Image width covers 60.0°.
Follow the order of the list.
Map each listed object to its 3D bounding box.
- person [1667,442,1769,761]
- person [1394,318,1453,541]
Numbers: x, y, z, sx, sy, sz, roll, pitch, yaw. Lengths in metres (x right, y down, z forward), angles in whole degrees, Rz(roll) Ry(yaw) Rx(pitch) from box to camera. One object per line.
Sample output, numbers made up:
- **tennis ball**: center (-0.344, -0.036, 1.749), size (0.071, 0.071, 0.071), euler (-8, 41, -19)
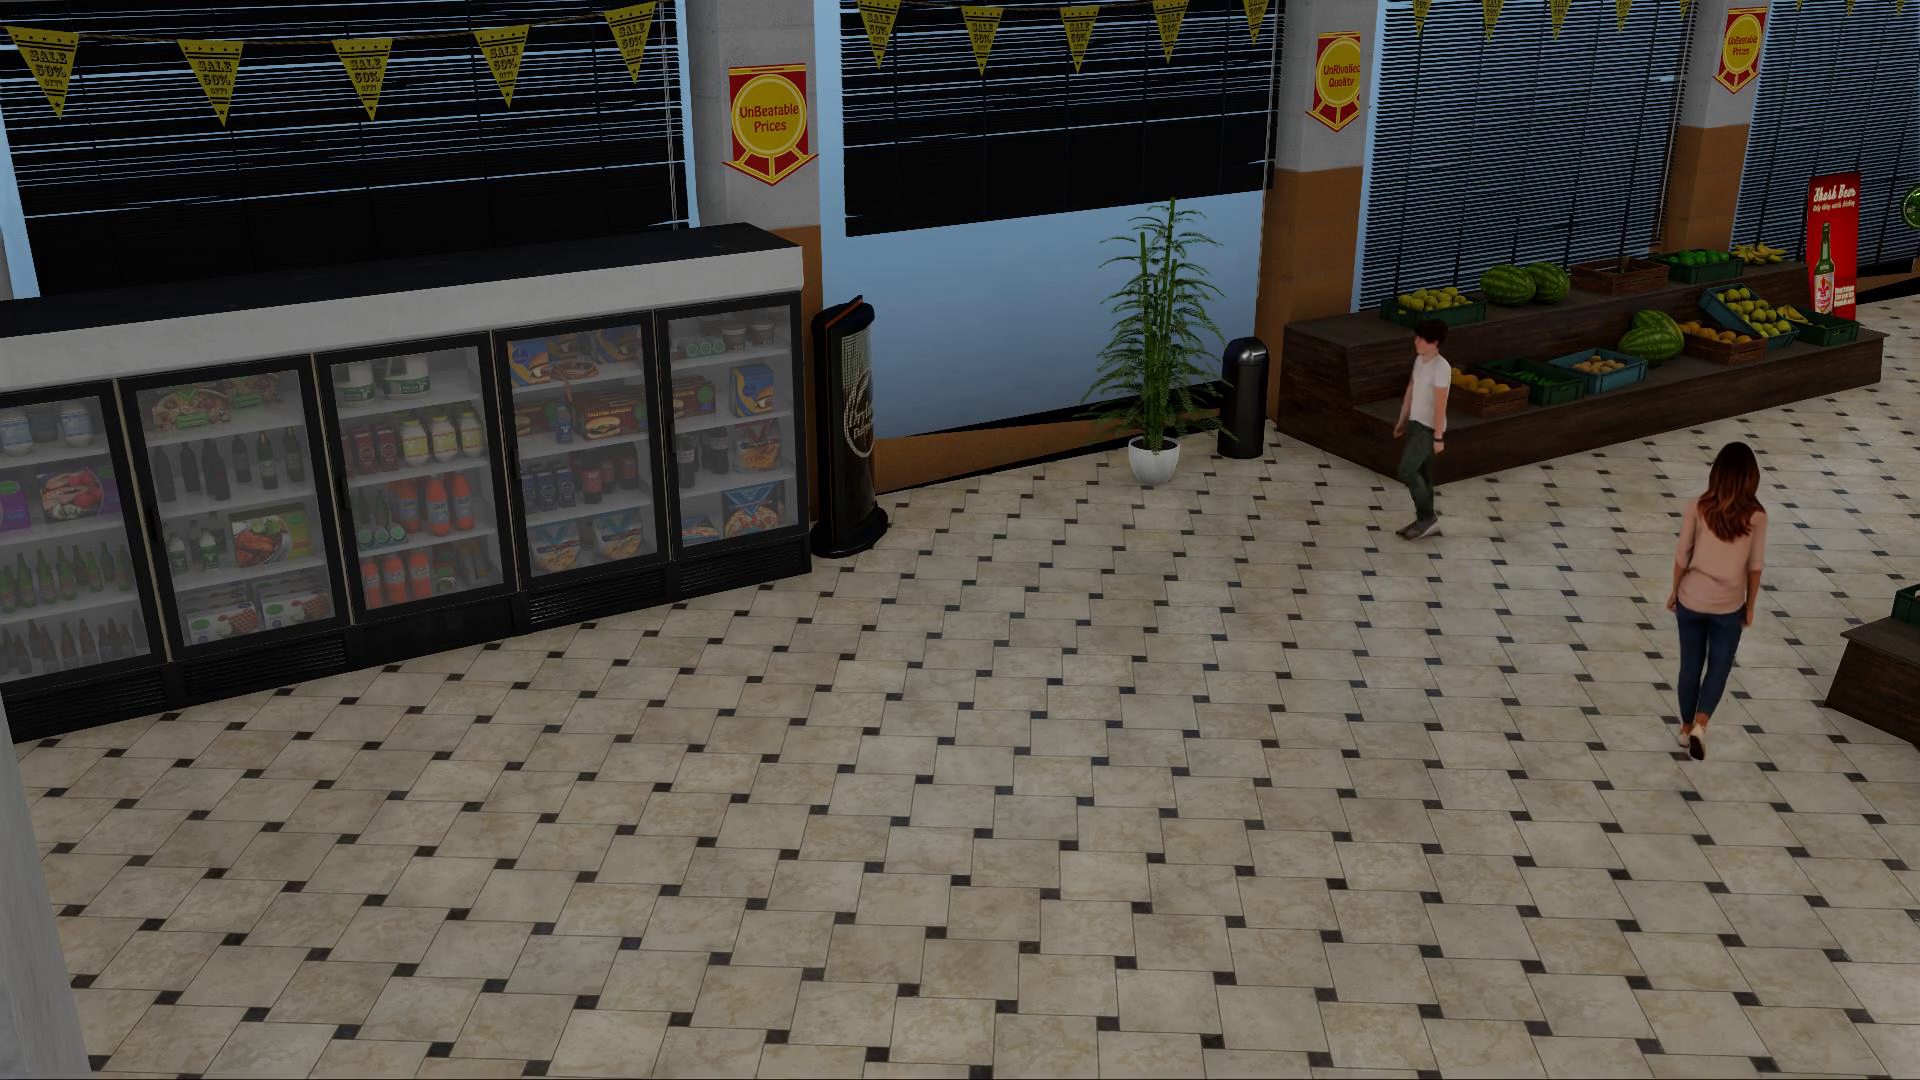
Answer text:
- **person**: center (4.007, 0.367, 8.887), size (0.861, 1.779, 0.997), euler (12, 25, 27)
- **person**: center (3.417, -0.794, 11.958), size (0.711, 1.642, 0.675), euler (-3, 22, -7)
